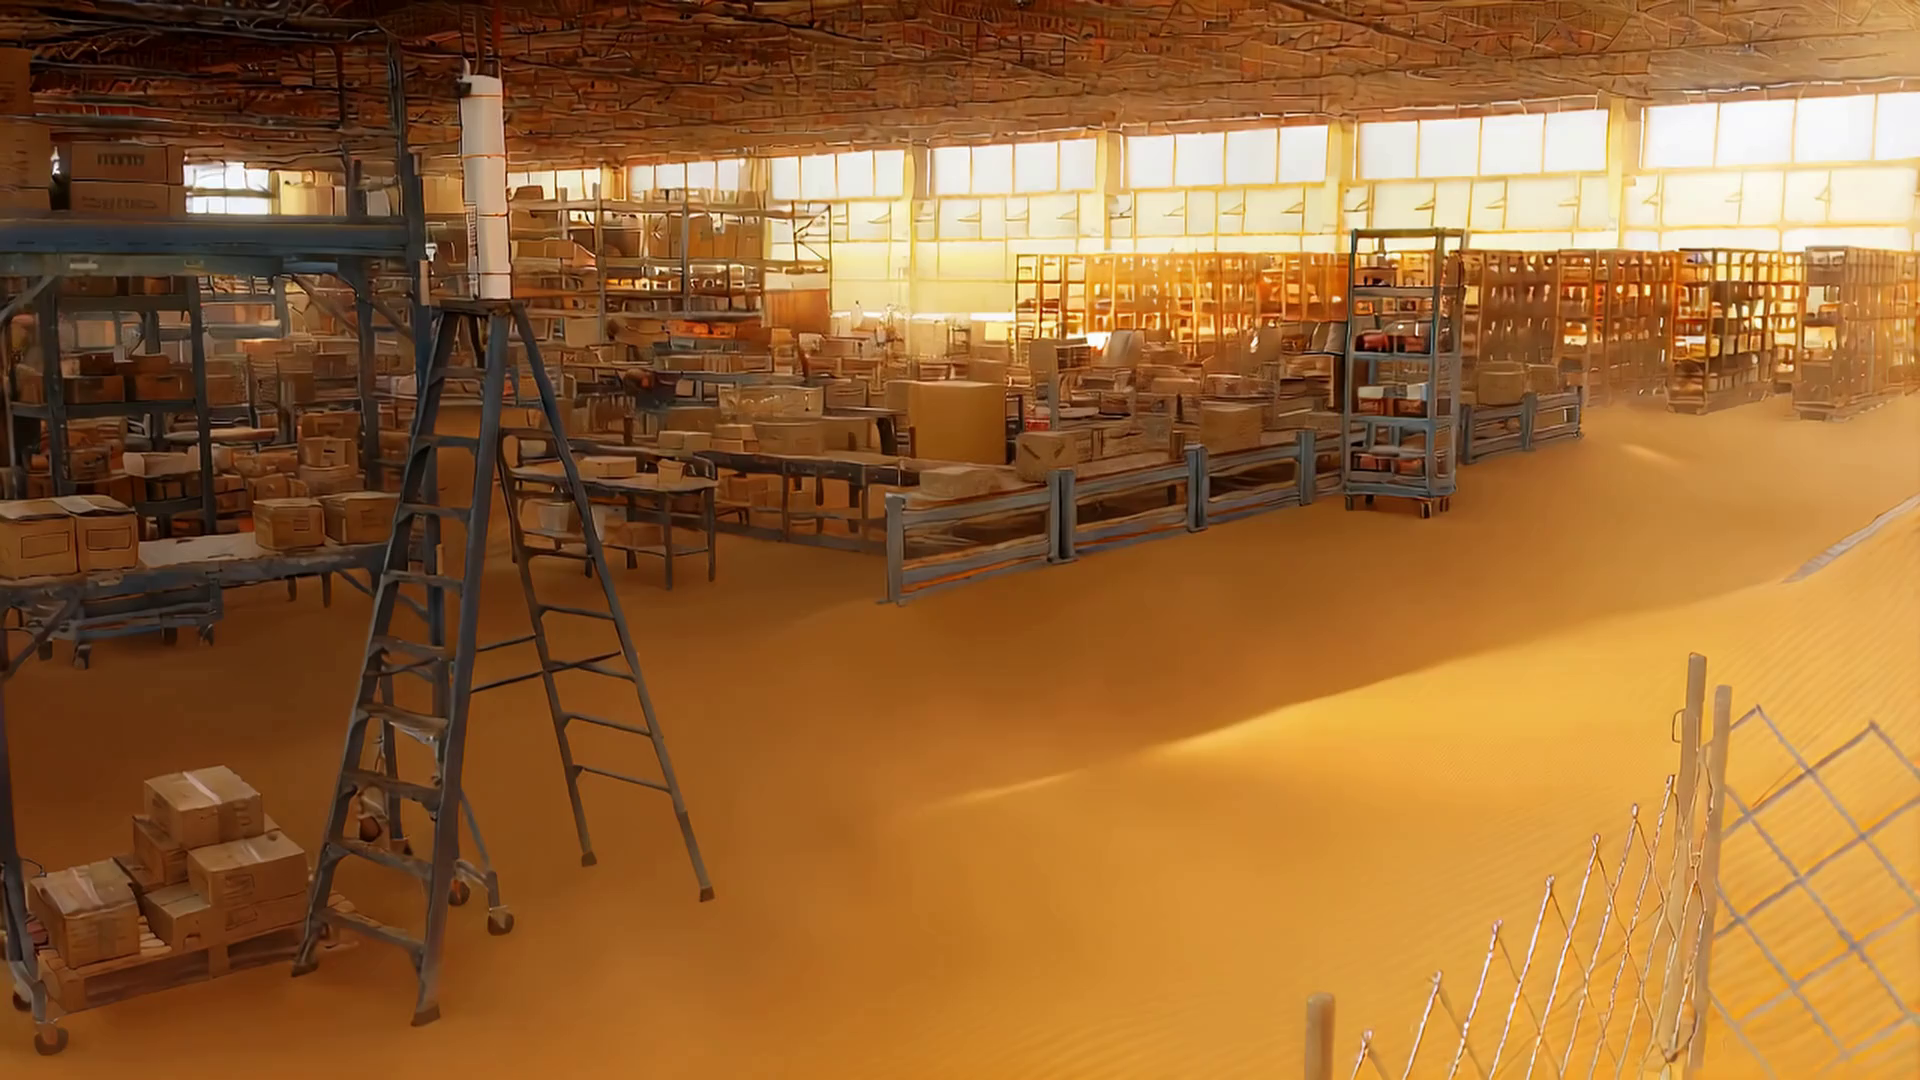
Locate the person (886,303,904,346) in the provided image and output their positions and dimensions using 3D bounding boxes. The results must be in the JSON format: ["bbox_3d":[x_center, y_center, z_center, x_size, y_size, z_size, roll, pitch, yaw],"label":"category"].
[{"bbox_3d":[-2.780,-8.932,69.099,0.817,1.820,0.624,3,9,16],"label":"person"}]

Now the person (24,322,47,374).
[{"bbox_3d":[-27.253,-5.586,48.861,0.817,1.594,0.587,-2,9,-11],"label":"person"}]

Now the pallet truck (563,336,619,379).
[{"bbox_3d":[-10.690,-5.294,48.215,1.601,1.201,0.680,-5,10,-26],"label":"pallet truck"}]

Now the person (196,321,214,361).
[{"bbox_3d":[-19.408,-4.740,42.933,0.617,1.806,0.700,7,11,36],"label":"person"}]

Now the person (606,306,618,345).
[{"bbox_3d":[-11.956,-7.125,57.446,0.378,1.932,0.551,3,10,19],"label":"person"}]

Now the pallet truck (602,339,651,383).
[{"bbox_3d":[-8.991,-4.871,45.351,0.653,1.274,1.630,7,11,37],"label":"pallet truck"}]

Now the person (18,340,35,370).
[{"bbox_3d":[-20.319,-3.543,36.161,0.856,1.590,0.506,-6,11,-33],"label":"person"}]

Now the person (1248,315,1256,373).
[{"bbox_3d":[8.928,-5.893,50.207,0.556,1.850,0.591,-6,11,-34],"label":"person"}]

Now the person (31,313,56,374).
[{"bbox_3d":[-27.101,-5.751,49.079,0.850,1.874,0.637,-9,12,-43],"label":"person"}]

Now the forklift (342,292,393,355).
[{"bbox_3d":[-16.485,-5.622,45.120,1.129,2.768,1.873,7,11,37],"label":"forklift"}]

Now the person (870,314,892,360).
[{"bbox_3d":[-2.156,-5.221,45.526,0.615,1.942,0.407,-3,10,-19],"label":"person"}]

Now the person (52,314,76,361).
[{"bbox_3d":[-26.298,-5.687,48.750,0.648,1.847,1.051,3,10,18],"label":"person"}]

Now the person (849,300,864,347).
[{"bbox_3d":[-4.310,-9.001,69.127,0.635,1.956,1.002,0,9,2],"label":"person"}]
